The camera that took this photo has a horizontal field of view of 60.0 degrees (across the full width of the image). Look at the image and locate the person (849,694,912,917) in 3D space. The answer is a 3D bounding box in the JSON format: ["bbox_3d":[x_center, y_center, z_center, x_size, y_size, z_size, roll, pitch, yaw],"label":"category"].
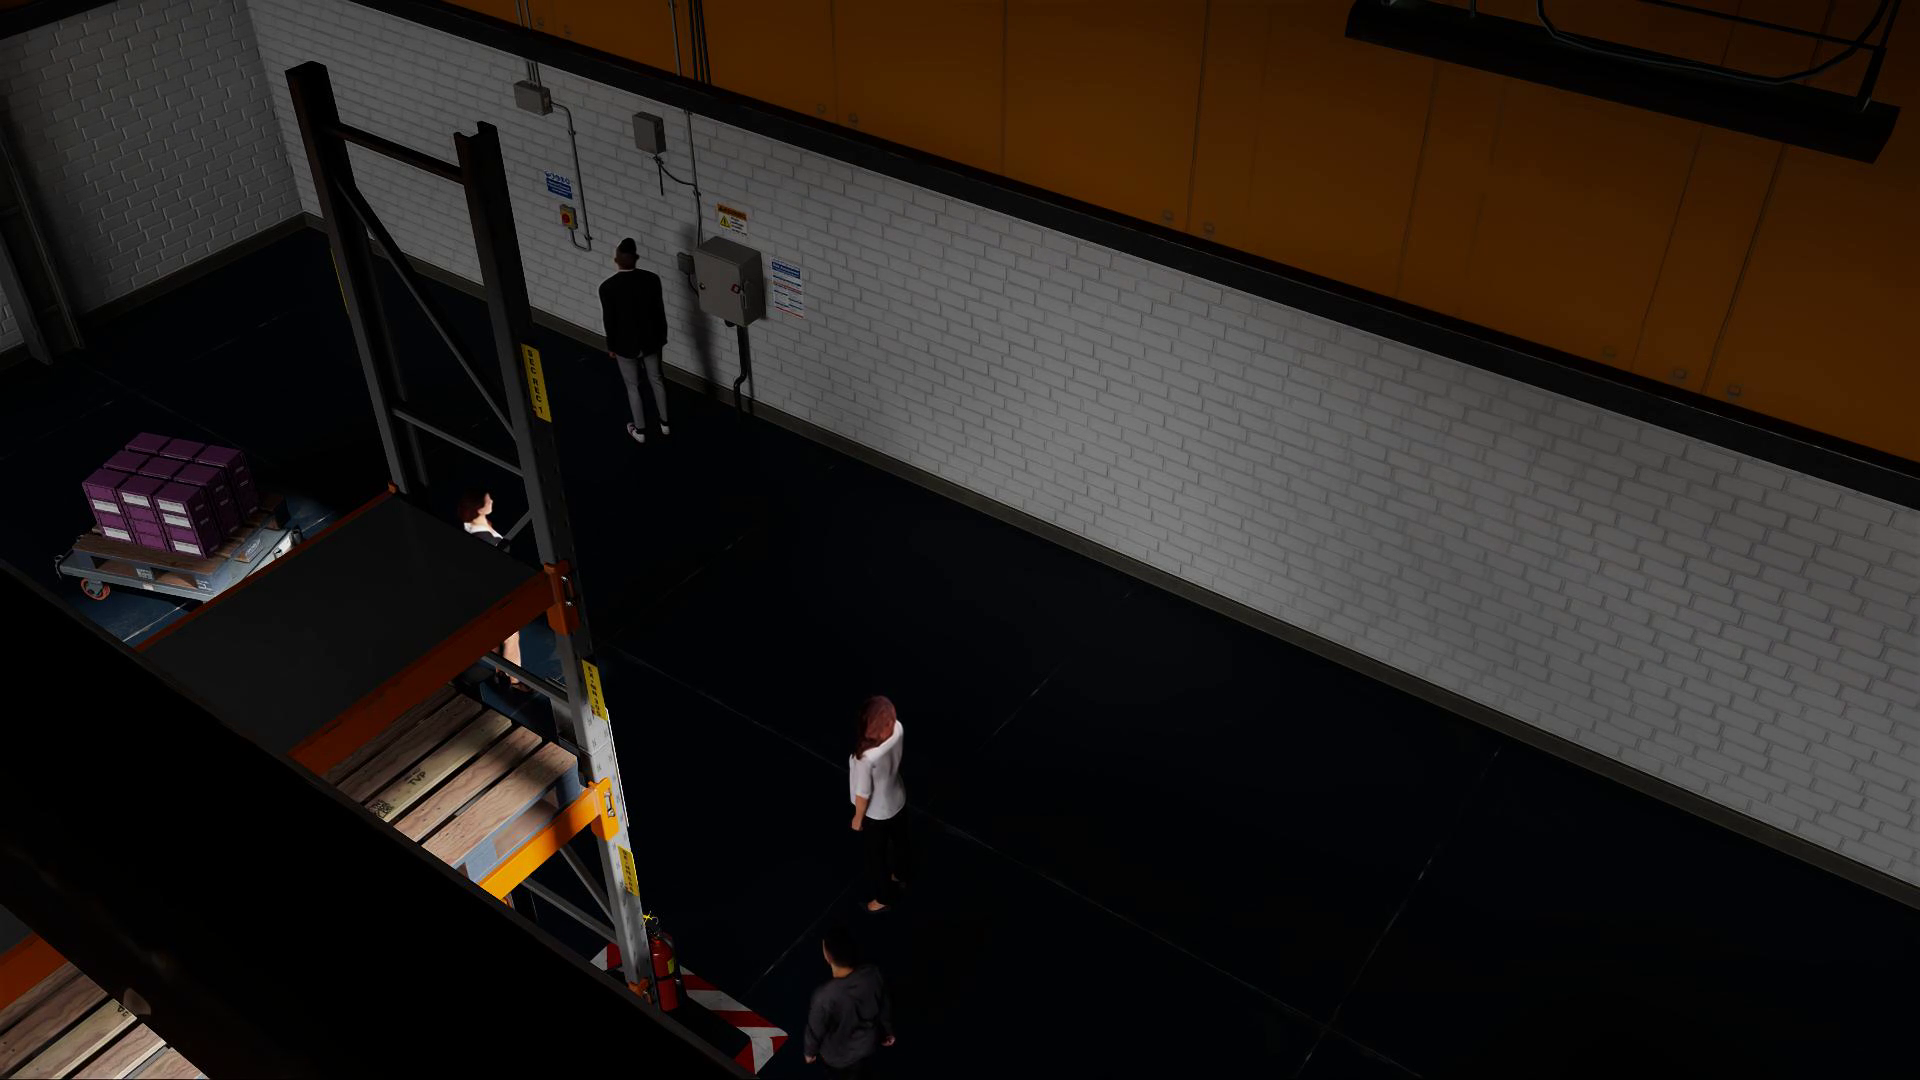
[{"bbox_3d":[-0.461,1.612,10.096,0.671,1.795,0.461,21,43,24],"label":"person"}]

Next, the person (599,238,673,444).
[{"bbox_3d":[-2.737,-1.718,14.141,0.717,1.950,0.853,-18,42,-21],"label":"person"}]

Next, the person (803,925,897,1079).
[{"bbox_3d":[-0.523,2.702,8.768,0.801,1.748,0.810,-28,46,-30],"label":"person"}]

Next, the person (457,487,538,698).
[{"bbox_3d":[-3.254,0.370,11.650,0.614,1.796,0.528,31,48,33],"label":"person"}]
